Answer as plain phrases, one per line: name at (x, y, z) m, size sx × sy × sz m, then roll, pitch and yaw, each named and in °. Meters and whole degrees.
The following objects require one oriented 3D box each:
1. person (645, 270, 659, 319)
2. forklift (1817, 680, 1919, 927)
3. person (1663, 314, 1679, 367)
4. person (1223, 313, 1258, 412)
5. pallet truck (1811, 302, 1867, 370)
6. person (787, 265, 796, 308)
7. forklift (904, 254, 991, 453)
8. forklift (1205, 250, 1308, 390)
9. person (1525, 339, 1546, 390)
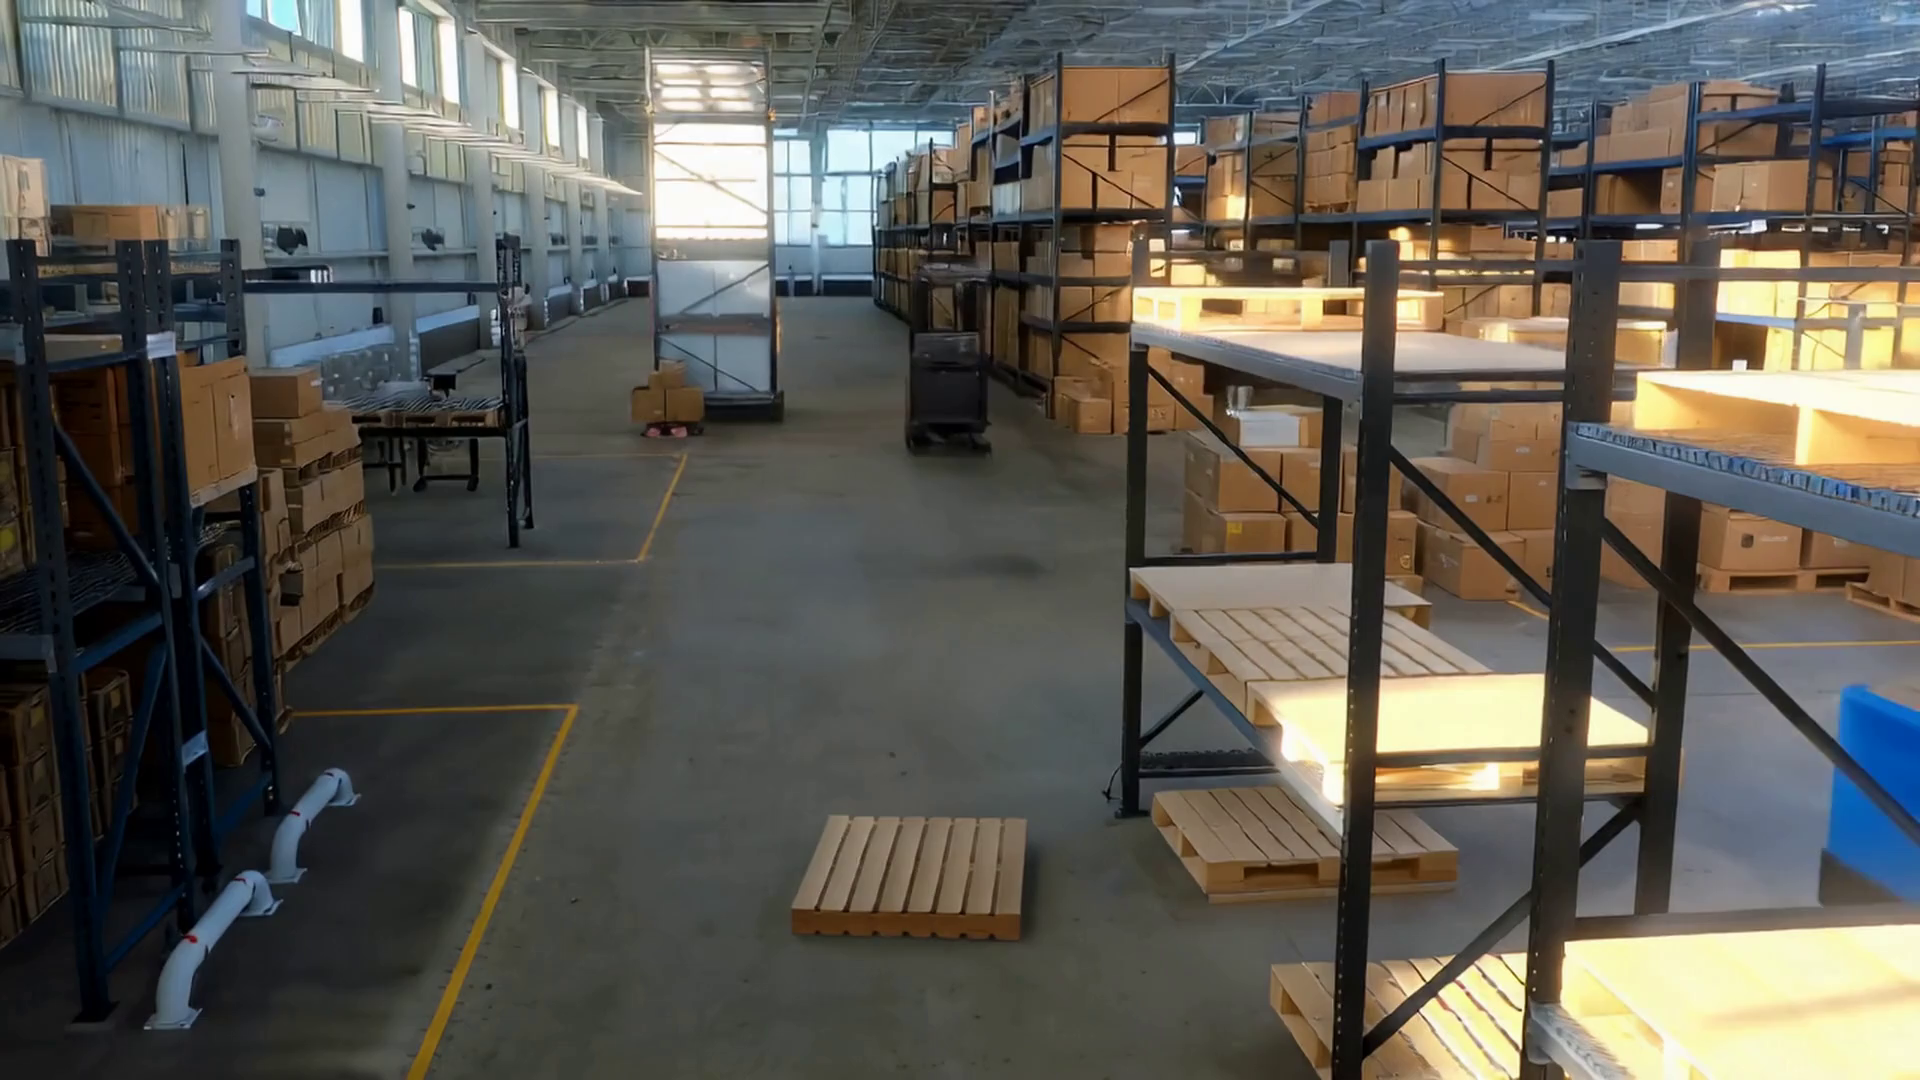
person at (-11.930, -9.522, 64.437) m, size 0.398 × 1.893 × 0.661 m, roll 7°, pitch 12°, yaw 35°
forklift at (4.471, 0.447, 6.457) m, size 1.129 × 2.768 × 1.873 m, roll -1°, pitch 10°, yaw -6°
person at (11.812, -2.854, 27.731) m, size 0.628 × 1.812 × 0.781 m, roll 0°, pitch 10°, yaw -1°
person at (4.019, -2.263, 23.923) m, size 0.378 × 1.996 × 0.610 m, roll -7°, pitch 12°, yaw -34°
pallet truck at (15.846, -3.142, 28.793) m, size 1.885 × 1.965 × 0.823 m, roll 2°, pitch 10°, yaw 12°
person at (-7.545, -11.340, 74.379) m, size 0.372 × 1.940 × 0.632 m, roll -2°, pitch 10°, yaw -13°
forklift at (-0.219, -2.749, 24.165) m, size 1.129 × 2.768 × 1.873 m, roll -1°, pitch 10°, yaw -6°
forklift at (6.005, -4.441, 33.541) m, size 1.873 × 2.768 × 1.129 m, roll -1°, pitch 10°, yaw -6°
person at (6.852, -1.392, 19.426) m, size 0.913 × 1.897 × 0.544 m, roll 4°, pitch 11°, yaw 19°
